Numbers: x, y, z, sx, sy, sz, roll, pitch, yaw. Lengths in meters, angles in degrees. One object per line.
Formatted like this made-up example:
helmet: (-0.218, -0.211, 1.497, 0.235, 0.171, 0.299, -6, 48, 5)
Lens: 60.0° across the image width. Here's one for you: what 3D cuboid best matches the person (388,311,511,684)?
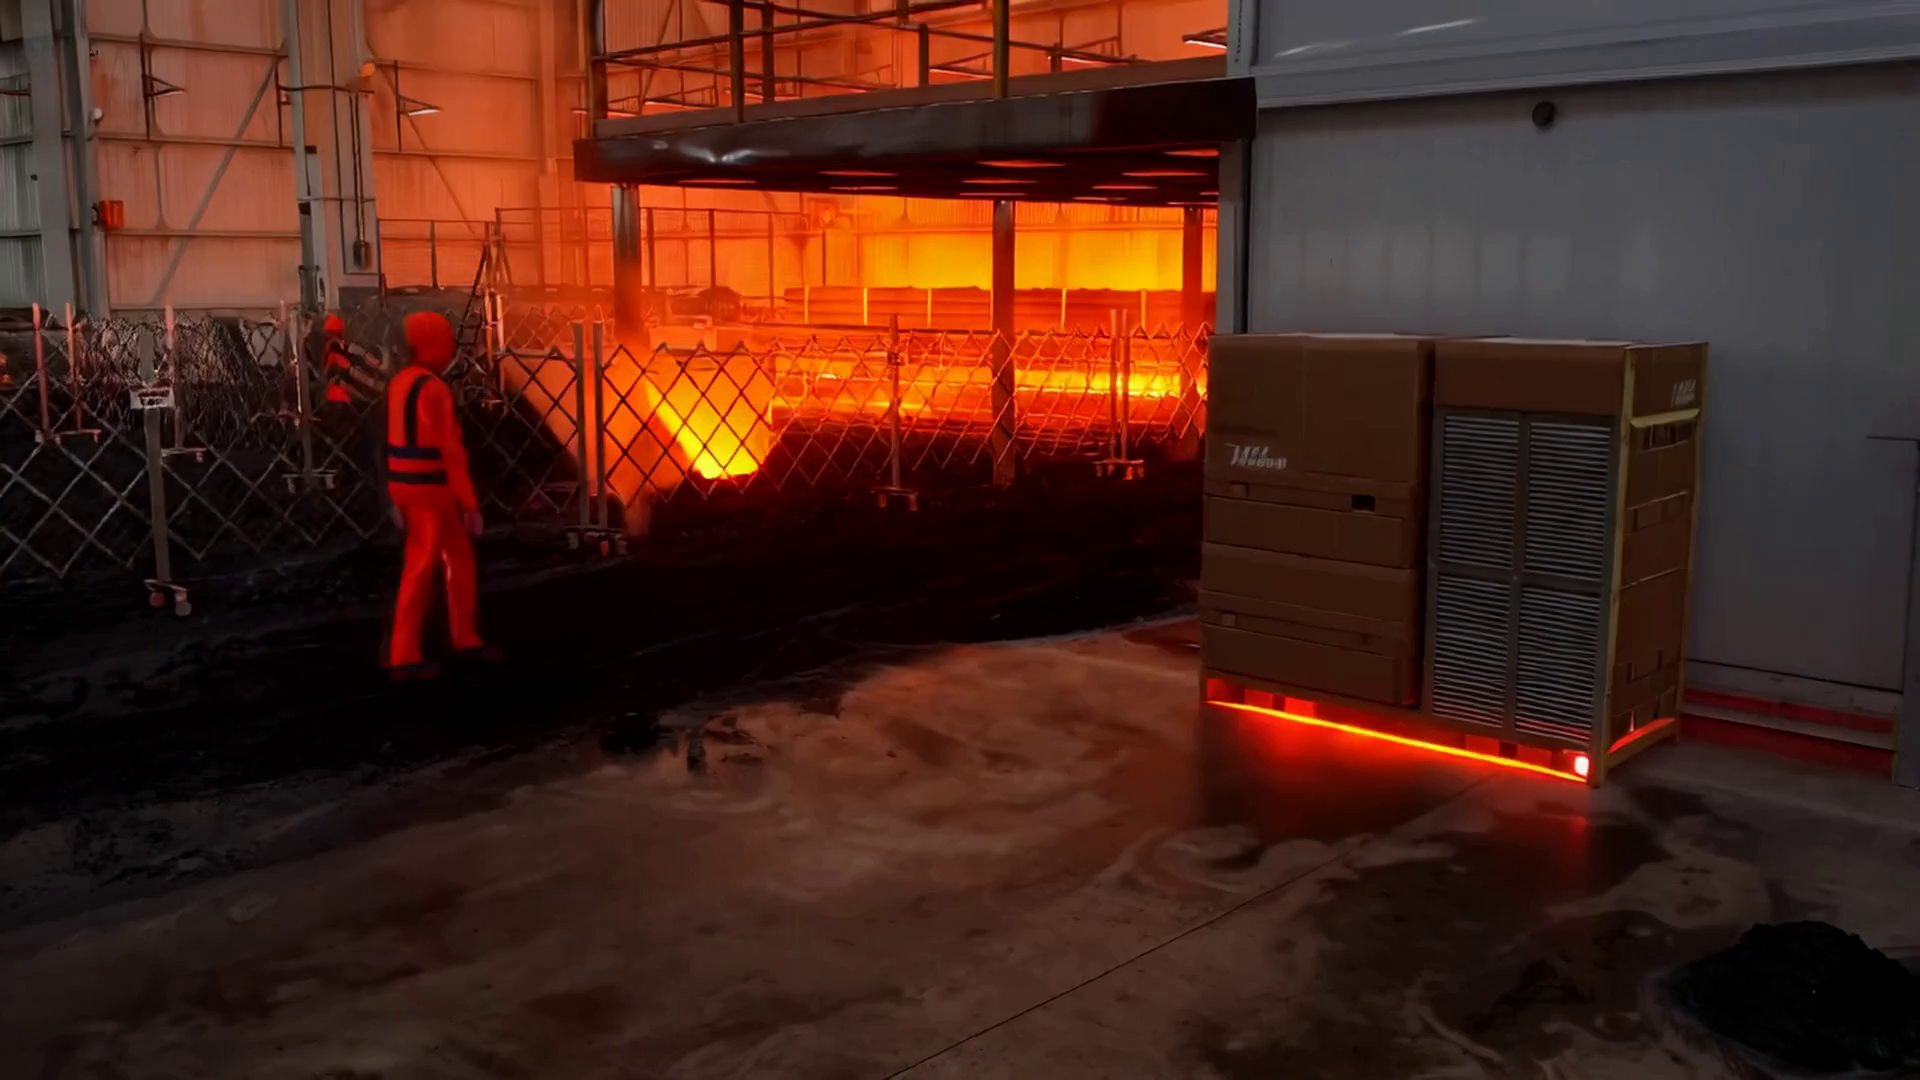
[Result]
person: (-2.552, -0.212, 8.365, 0.792, 1.851, 0.596, -6, 11, -34)
